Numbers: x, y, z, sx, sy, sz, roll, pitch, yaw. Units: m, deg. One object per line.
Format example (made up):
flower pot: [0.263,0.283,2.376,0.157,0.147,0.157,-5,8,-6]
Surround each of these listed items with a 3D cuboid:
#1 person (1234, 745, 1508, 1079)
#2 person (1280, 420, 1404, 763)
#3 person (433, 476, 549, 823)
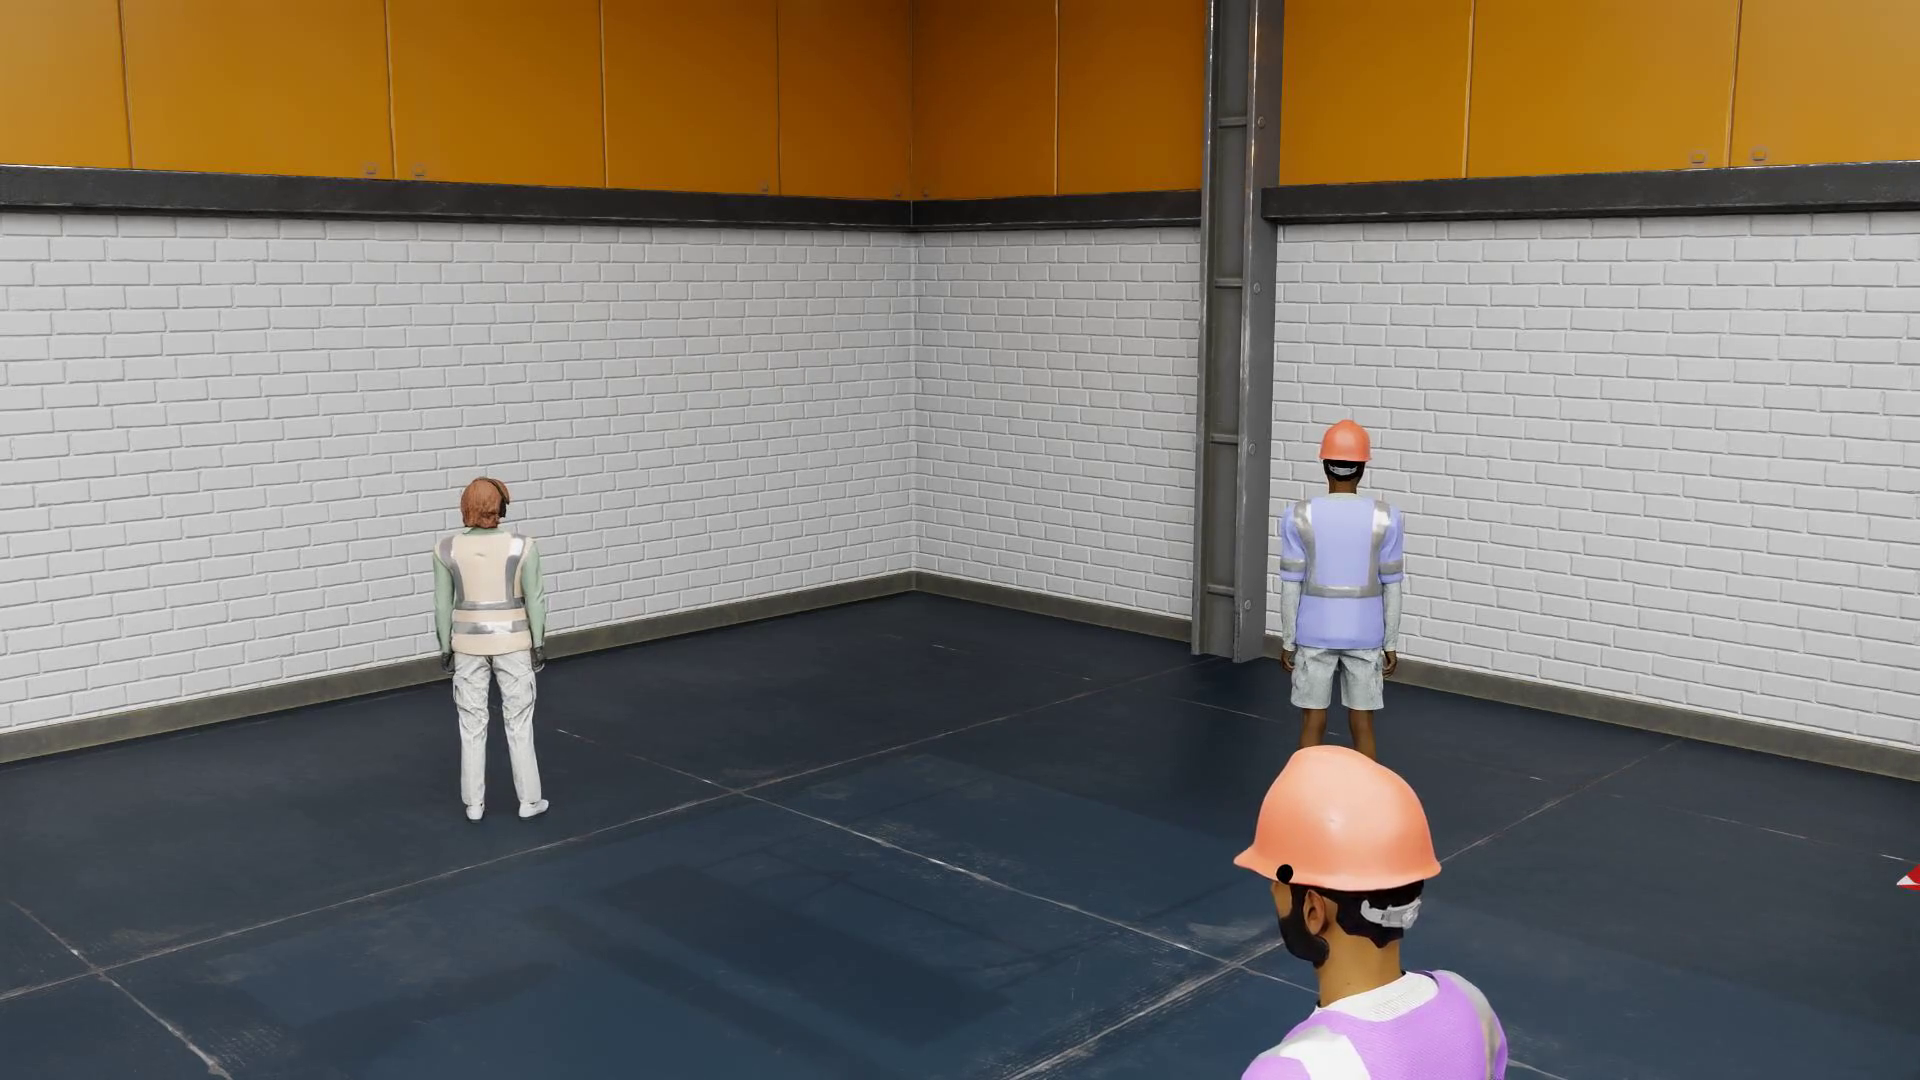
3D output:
person: [0.551,1.254,2.470,0.540,1.931,0.382,-9,13,-43]
person: [1.710,0.427,7.511,0.545,1.938,0.355,2,9,10]
person: [-2.202,0.522,7.832,0.513,1.642,0.313,-1,9,-4]
